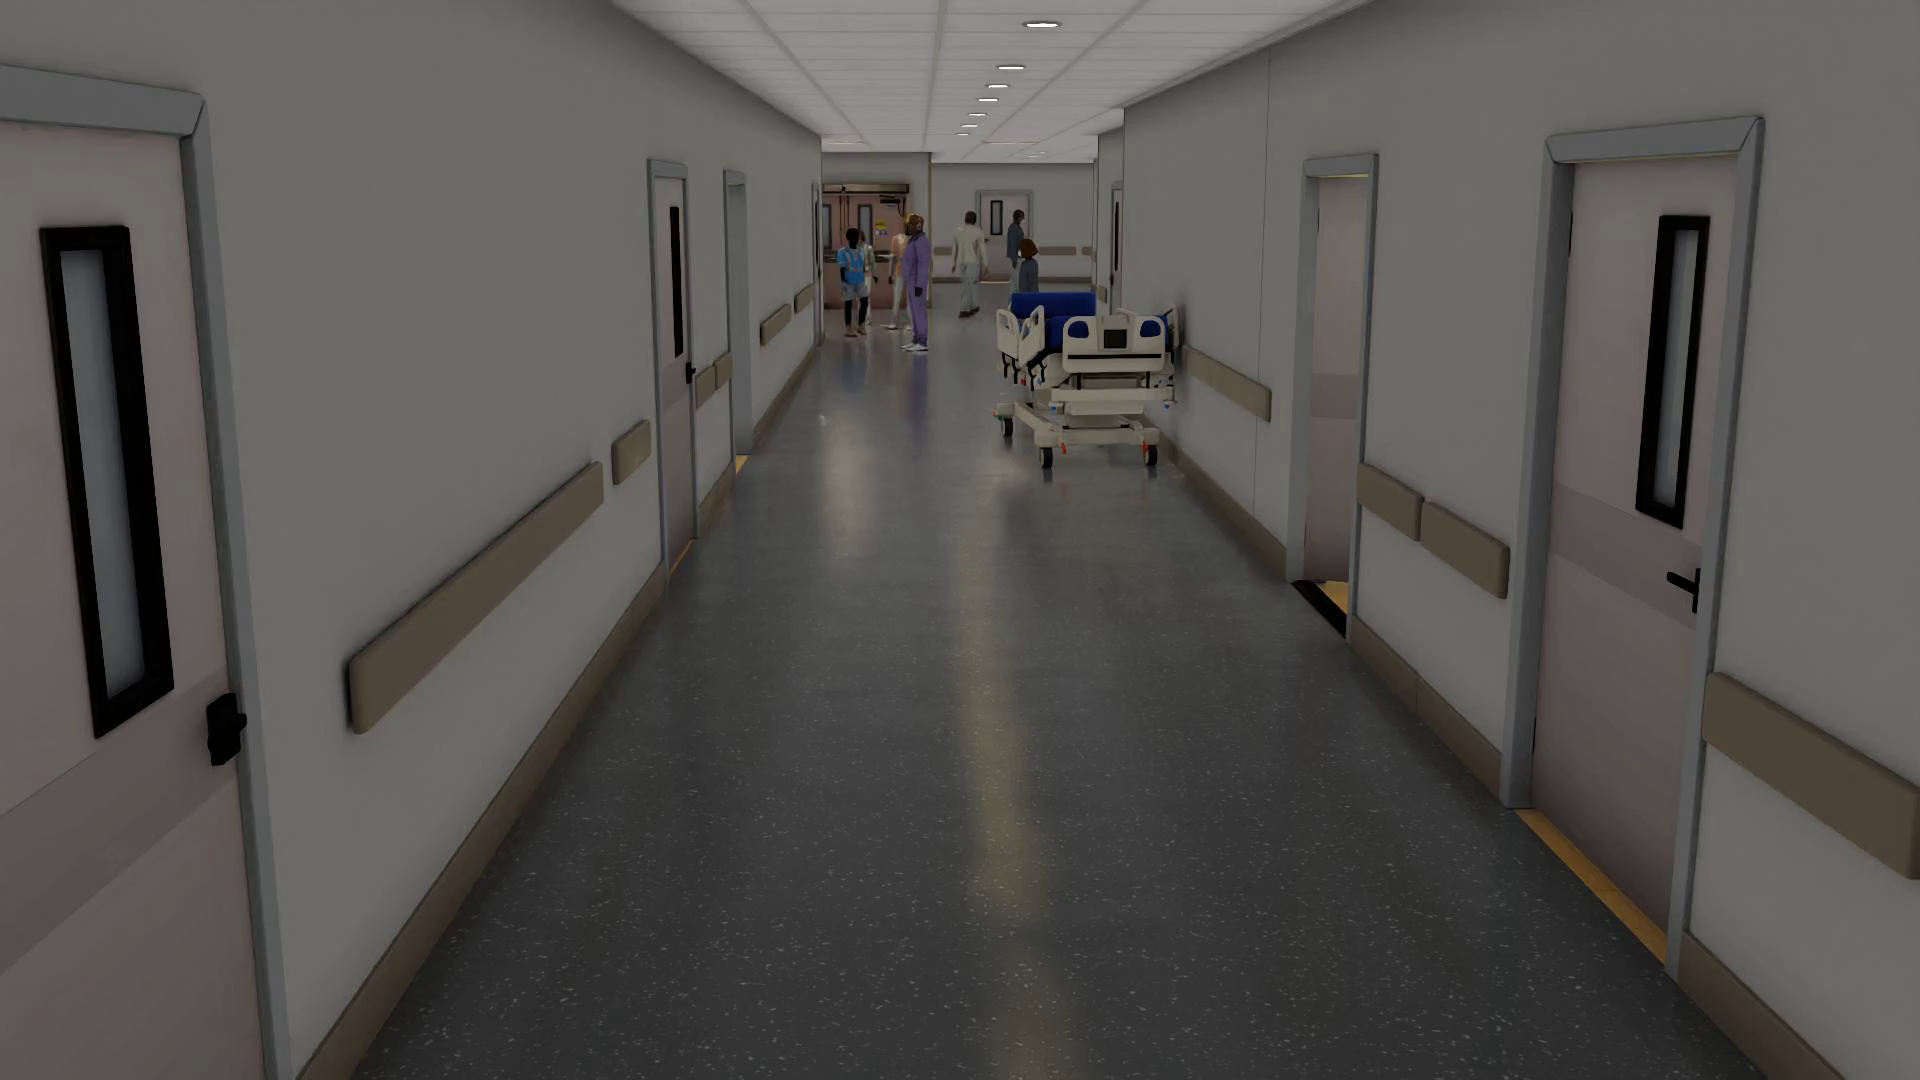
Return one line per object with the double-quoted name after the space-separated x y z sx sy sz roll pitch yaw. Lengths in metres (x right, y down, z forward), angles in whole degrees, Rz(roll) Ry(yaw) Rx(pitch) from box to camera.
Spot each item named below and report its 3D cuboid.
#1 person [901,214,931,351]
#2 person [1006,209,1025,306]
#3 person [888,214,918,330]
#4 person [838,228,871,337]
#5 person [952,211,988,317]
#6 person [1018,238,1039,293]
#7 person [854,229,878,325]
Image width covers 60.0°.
-0.634 -3.622 23.461 0.409 1.913 0.650 -2 12 -11 "person"
1.101 -5.524 32.696 0.374 1.928 0.639 3 12 12 "person"
-0.843 -4.342 27.032 0.637 1.891 0.435 0 12 1 "person"
-1.637 -3.977 25.751 0.539 1.680 0.497 -7 14 -32 "person"
0.235 -5.022 30.293 0.659 1.895 0.949 7 14 31 "person"
0.878 -3.074 21.499 0.282 1.624 0.495 -4 12 -17 "person"
-1.657 -4.468 28.309 0.529 1.633 0.408 7 14 32 "person"
